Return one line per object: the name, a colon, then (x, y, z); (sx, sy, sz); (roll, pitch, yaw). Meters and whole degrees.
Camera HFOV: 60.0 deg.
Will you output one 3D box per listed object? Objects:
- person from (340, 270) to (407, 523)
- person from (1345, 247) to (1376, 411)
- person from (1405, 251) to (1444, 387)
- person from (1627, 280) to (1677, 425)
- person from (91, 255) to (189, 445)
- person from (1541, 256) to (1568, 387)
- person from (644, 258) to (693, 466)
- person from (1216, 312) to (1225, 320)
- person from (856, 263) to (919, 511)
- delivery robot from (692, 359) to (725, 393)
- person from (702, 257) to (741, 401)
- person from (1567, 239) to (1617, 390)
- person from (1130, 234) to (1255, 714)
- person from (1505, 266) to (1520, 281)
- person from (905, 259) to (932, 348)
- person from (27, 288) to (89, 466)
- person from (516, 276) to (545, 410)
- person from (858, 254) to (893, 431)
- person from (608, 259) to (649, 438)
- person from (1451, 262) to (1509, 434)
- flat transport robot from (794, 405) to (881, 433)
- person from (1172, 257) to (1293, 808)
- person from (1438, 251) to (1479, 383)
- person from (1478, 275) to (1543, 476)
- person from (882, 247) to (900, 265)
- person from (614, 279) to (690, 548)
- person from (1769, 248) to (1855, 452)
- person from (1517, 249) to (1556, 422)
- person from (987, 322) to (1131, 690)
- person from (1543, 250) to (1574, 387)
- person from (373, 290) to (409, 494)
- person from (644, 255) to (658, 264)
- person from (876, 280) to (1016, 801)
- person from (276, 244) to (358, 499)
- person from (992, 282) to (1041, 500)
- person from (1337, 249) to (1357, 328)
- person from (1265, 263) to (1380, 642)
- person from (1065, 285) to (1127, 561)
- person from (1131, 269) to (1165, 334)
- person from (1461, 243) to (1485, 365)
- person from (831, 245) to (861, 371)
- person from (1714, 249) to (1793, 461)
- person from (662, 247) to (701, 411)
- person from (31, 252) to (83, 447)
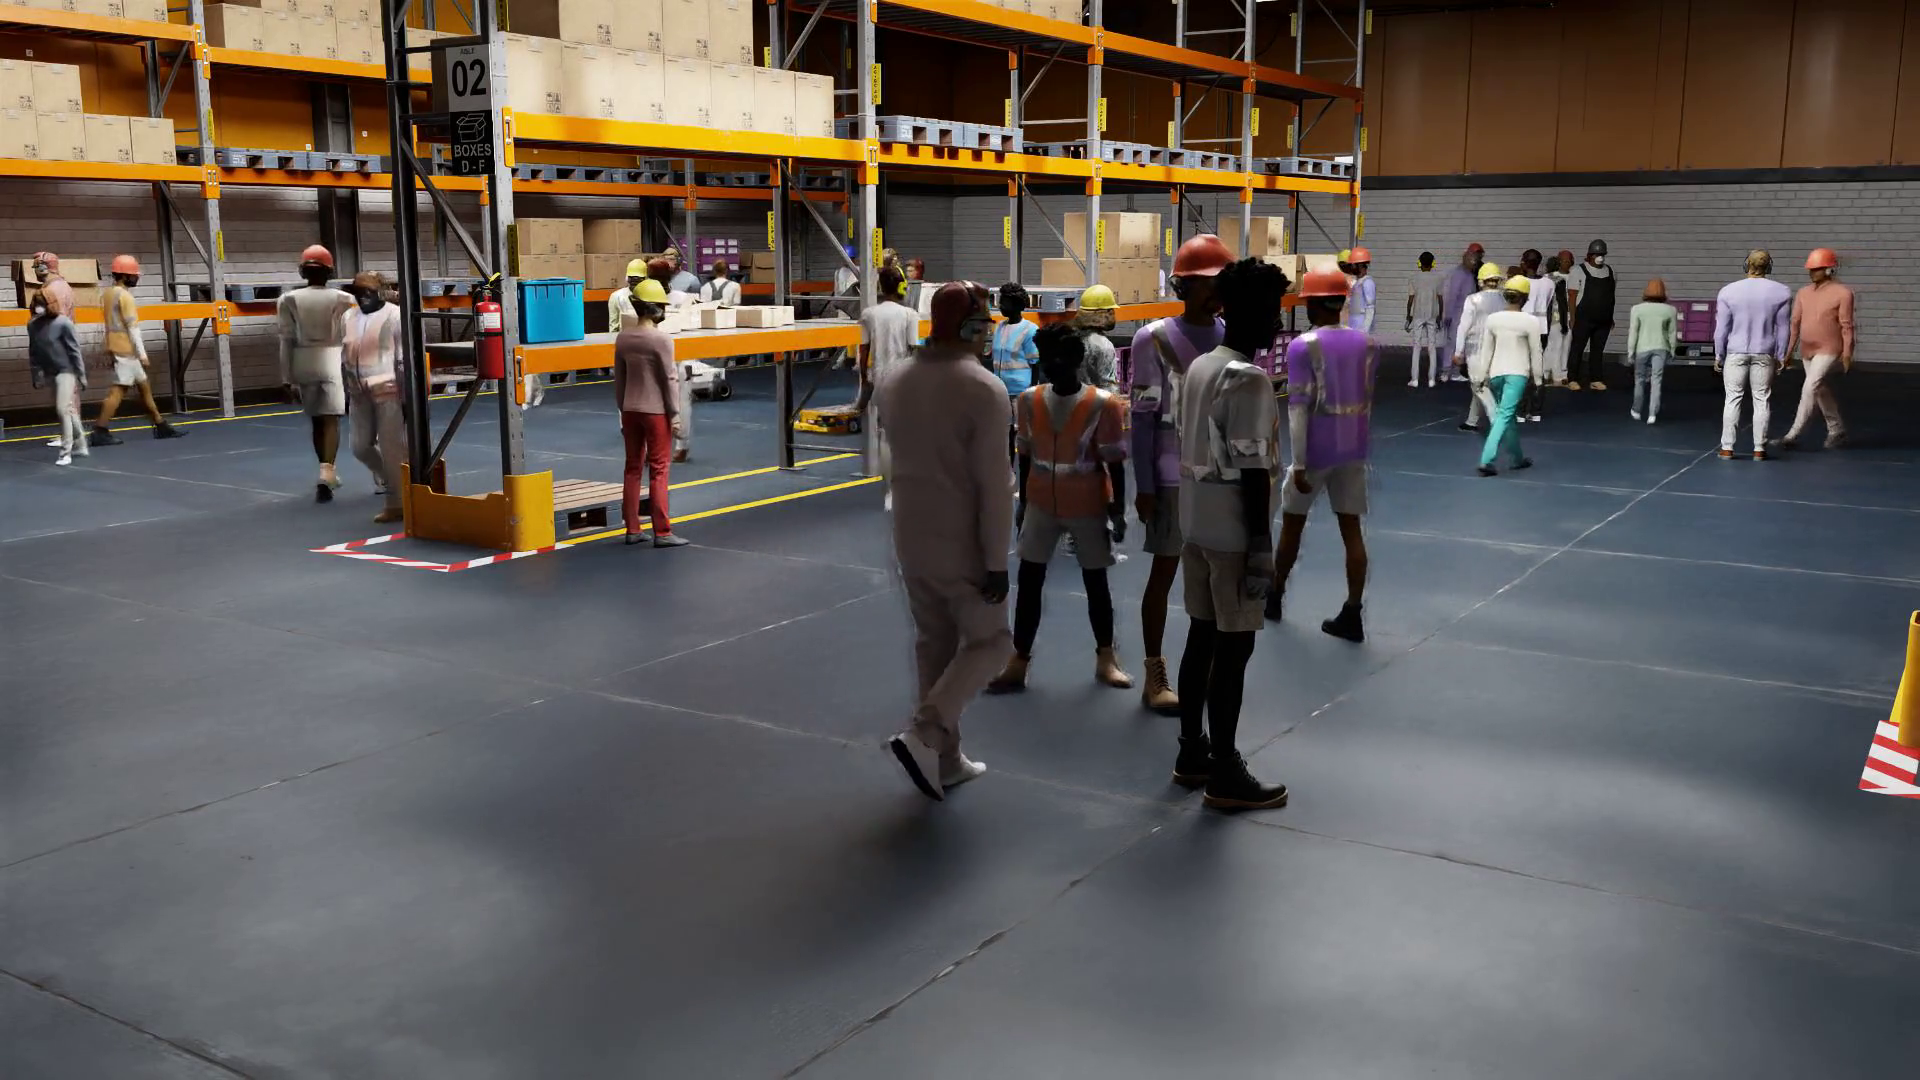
person: (-4.160, -1.032, 11.986); (0.666, 1.815, 0.519); (4, 11, 19)
person: (4.715, -2.484, 19.685); (0.371, 1.933, 0.551); (0, 10, 0)
person: (6.420, -3.046, 23.003); (0.512, 1.865, 0.329); (1, 10, 6)
person: (7.665, -2.081, 18.428); (0.522, 1.586, 0.875); (3, 11, 14)
person: (-8.284, -1.893, 16.597); (0.969, 1.870, 0.565); (-9, 13, -40)
person: (8.095, -3.013, 23.018); (0.719, 1.809, 0.712); (-3, 11, -17)
person: (-2.653, -1.572, 14.877); (0.603, 1.836, 0.913); (2, 10, 13)
person: (4.126, -3.594, 26.094); (0.429, 1.847, 0.625); (0, 10, 1)
person: (-0.512, -1.158, 12.603); (0.557, 1.873, 0.495); (5, 12, 28)
delivery robot: (-3.299, -2.049, 20.845); (0.707, 0.478, 0.477); (-10, 14, -43)
person: (-3.060, -2.669, 21.069); (0.520, 1.819, 0.864); (3, 11, 16)
person: (8.556, -3.032, 22.431); (0.684, 2.000, 0.536); (-1, 10, -8)
person: (1.018, -0.281, 7.170); (0.607, 2.048, 0.365); (-5, 11, -25)
person: (8.358, -3.334, 25.225); (0.286, 1.636, 0.499); (2, 10, 10)
person: (-0.408, -2.413, 19.659); (0.871, 1.813, 0.565); (-7, 12, -35)
person: (-8.217, -1.499, 15.190); (0.564, 1.595, 0.615); (4, 11, 19)
person: (-5.197, -2.388, 20.078); (0.509, 1.601, 0.824); (4, 11, 19)
person: (-0.771, -2.111, 17.804); (0.679, 1.860, 0.952); (7, 13, 35)
person: (-3.303, -1.966, 17.113); (0.591, 1.829, 0.404); (-6, 12, -31)
person: (5.433, -1.953, 17.130); (0.585, 1.806, 0.863); (-4, 11, -21)
flat transport robot: (-1.147, -1.322, 17.863); (0.652, 0.197, 1.431); (9, 13, 40)
person: (0.979, -0.027, 5.994); (0.362, 1.960, 0.614); (-3, 11, -14)
person: (7.110, -3.164, 23.653); (0.415, 1.875, 0.812); (7, 12, 34)
person: (4.772, -1.425, 14.422); (0.924, 1.725, 0.536); (-8, 13, -38)
person: (-0.899, -2.577, 20.203); (0.375, 1.936, 0.628); (-6, 12, -29)
person: (-2.048, -0.830, 10.999); (0.528, 1.765, 0.328); (7, 12, 33)
person: (8.291, -1.818, 16.001); (1.001, 1.957, 0.637); (-3, 11, -17)
person: (6.338, -2.269, 18.535); (0.592, 1.922, 0.392); (-5, 11, -24)
person: (0.466, -0.136, 7.429); (0.594, 1.663, 0.559); (5, 11, 27)
person: (8.279, -3.043, 22.924); (0.584, 1.882, 0.337); (-1, 10, -3)
person: (-4.510, -1.166, 13.237); (0.509, 1.629, 0.315); (1, 10, 8)
person: (-3.869, -2.770, 21.581); (0.517, 1.837, 0.790); (6, 12, 29)
person: (-0.070, 0.019, 5.974); (0.550, 1.887, 0.645); (-10, 14, -44)
person: (-5.052, -1.330, 13.144); (0.623, 1.998, 1.022); (-2, 10, -12)
person: (0.425, -1.159, 13.008); (0.321, 1.696, 0.530); (-9, 14, -41)
person: (4.988, -2.843, 21.774); (0.595, 1.904, 0.774); (7, 12, 34)
person: (1.861, -0.472, 8.633); (0.560, 1.893, 0.927); (-3, 11, -18)
person: (0.858, -0.733, 10.516); (0.297, 1.744, 0.487); (-5, 11, -27)
person: (2.927, -3.629, 26.074); (0.586, 1.923, 0.385); (4, 11, 22)
person: (8.343, -3.810, 26.946); (0.769, 1.967, 0.580); (-5, 11, -24)
person: (-1.706, -3.593, 25.834); (0.617, 1.946, 0.428); (5, 11, 25)
person: (7.267, -1.692, 15.287); (0.635, 1.938, 0.361); (4, 11, 21)
person: (-3.377, -2.491, 19.717); (0.629, 1.939, 0.372); (1, 10, 3)
person: (-8.914, -1.873, 16.387); (0.403, 1.904, 0.652); (-4, 11, -22)
